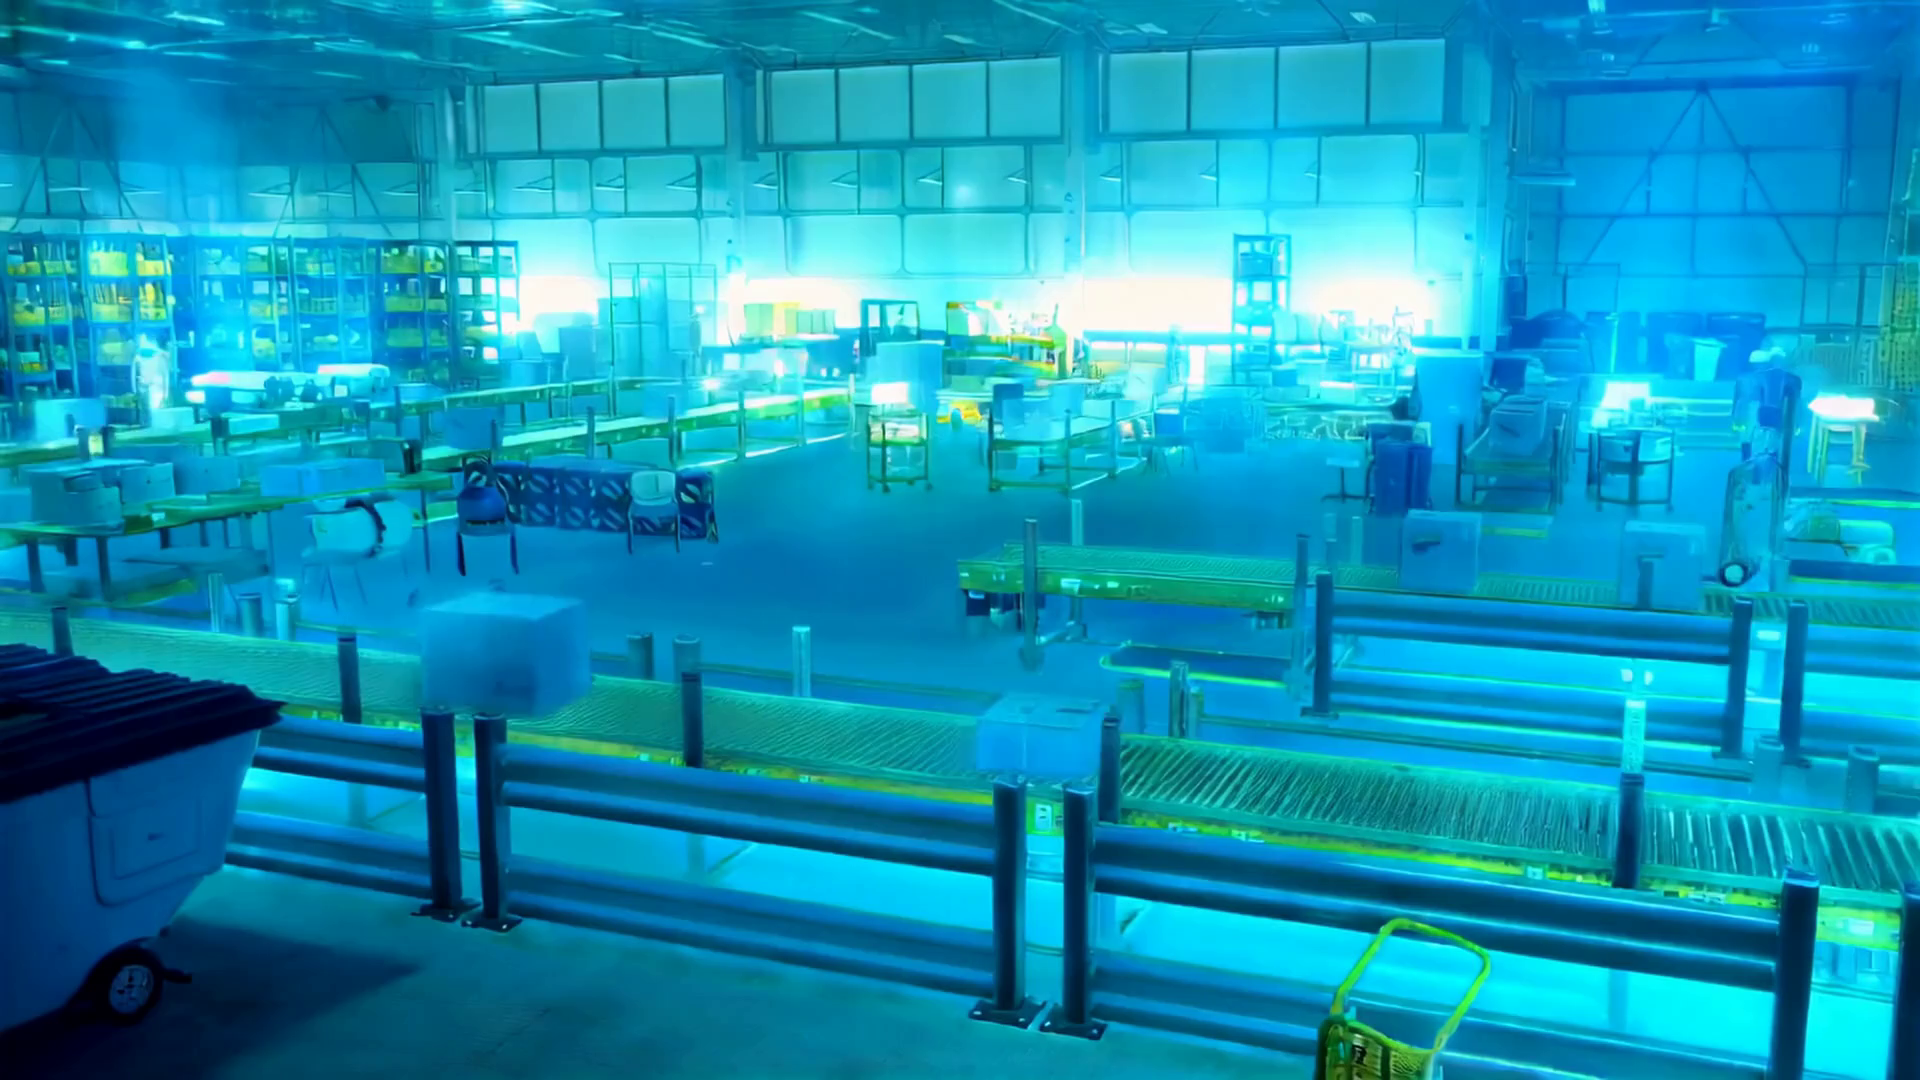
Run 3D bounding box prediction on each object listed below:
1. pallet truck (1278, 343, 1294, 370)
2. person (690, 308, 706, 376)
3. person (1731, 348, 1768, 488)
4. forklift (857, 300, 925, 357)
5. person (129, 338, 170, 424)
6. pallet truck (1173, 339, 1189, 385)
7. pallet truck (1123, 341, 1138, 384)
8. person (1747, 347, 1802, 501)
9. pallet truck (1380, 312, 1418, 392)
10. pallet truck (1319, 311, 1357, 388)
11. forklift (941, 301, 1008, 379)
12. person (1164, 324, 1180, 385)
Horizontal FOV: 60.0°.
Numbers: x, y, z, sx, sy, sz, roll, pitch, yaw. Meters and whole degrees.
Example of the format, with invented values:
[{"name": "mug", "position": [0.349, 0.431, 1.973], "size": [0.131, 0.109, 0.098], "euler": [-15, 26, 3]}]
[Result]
[{"name": "pallet truck", "position": [7.886, -4.163, 39.743], "size": [0.653, 1.274, 1.630], "euler": [4, 10, 22]}, {"name": "person", "position": [-6.379, -4.643, 40.559], "size": [0.396, 1.992, 0.623], "euler": [-4, 10, -23]}, {"name": "person", "position": [10.882, -1.674, 22.811], "size": [0.556, 1.911, 0.735], "euler": [5, 11, 27]}, {"name": "forklift", "position": [-1.732, -5.109, 42.468], "size": [1.157, 1.987, 2.680], "euler": [4, 10, 22]}, {"name": "person", "position": [-14.011, -2.586, 28.723], "size": [0.589, 1.782, 0.942], "euler": [0, 9, 2]}, {"name": "pallet truck", "position": [5.418, -4.269, 40.420], "size": [0.704, 1.261, 1.522], "euler": [3, 10, 20]}, {"name": "pallet truck", "position": [4.445, -4.380, 41.279], "size": [0.680, 1.201, 1.601], "euler": [4, 10, 22]}, {"name": "person", "position": [10.576, -1.509, 21.647], "size": [0.609, 1.992, 1.077], "euler": [7, 12, 38]}, {"name": "pallet truck", "position": [10.207, -4.283, 38.369], "size": [0.823, 1.965, 1.885], "euler": [3, 10, 20]}, {"name": "pallet truck", "position": [9.071, -4.419, 39.190], "size": [0.823, 1.965, 1.885], "euler": [5, 10, 26]}, {"name": "forklift", "position": [0.365, -4.966, 41.571], "size": [1.157, 1.987, 2.680], "euler": [3, 10, 20]}, {"name": "person", "position": [4.603, -3.788, 36.073], "size": [0.312, 1.768, 0.530], "euler": [4, 10, 23]}]
